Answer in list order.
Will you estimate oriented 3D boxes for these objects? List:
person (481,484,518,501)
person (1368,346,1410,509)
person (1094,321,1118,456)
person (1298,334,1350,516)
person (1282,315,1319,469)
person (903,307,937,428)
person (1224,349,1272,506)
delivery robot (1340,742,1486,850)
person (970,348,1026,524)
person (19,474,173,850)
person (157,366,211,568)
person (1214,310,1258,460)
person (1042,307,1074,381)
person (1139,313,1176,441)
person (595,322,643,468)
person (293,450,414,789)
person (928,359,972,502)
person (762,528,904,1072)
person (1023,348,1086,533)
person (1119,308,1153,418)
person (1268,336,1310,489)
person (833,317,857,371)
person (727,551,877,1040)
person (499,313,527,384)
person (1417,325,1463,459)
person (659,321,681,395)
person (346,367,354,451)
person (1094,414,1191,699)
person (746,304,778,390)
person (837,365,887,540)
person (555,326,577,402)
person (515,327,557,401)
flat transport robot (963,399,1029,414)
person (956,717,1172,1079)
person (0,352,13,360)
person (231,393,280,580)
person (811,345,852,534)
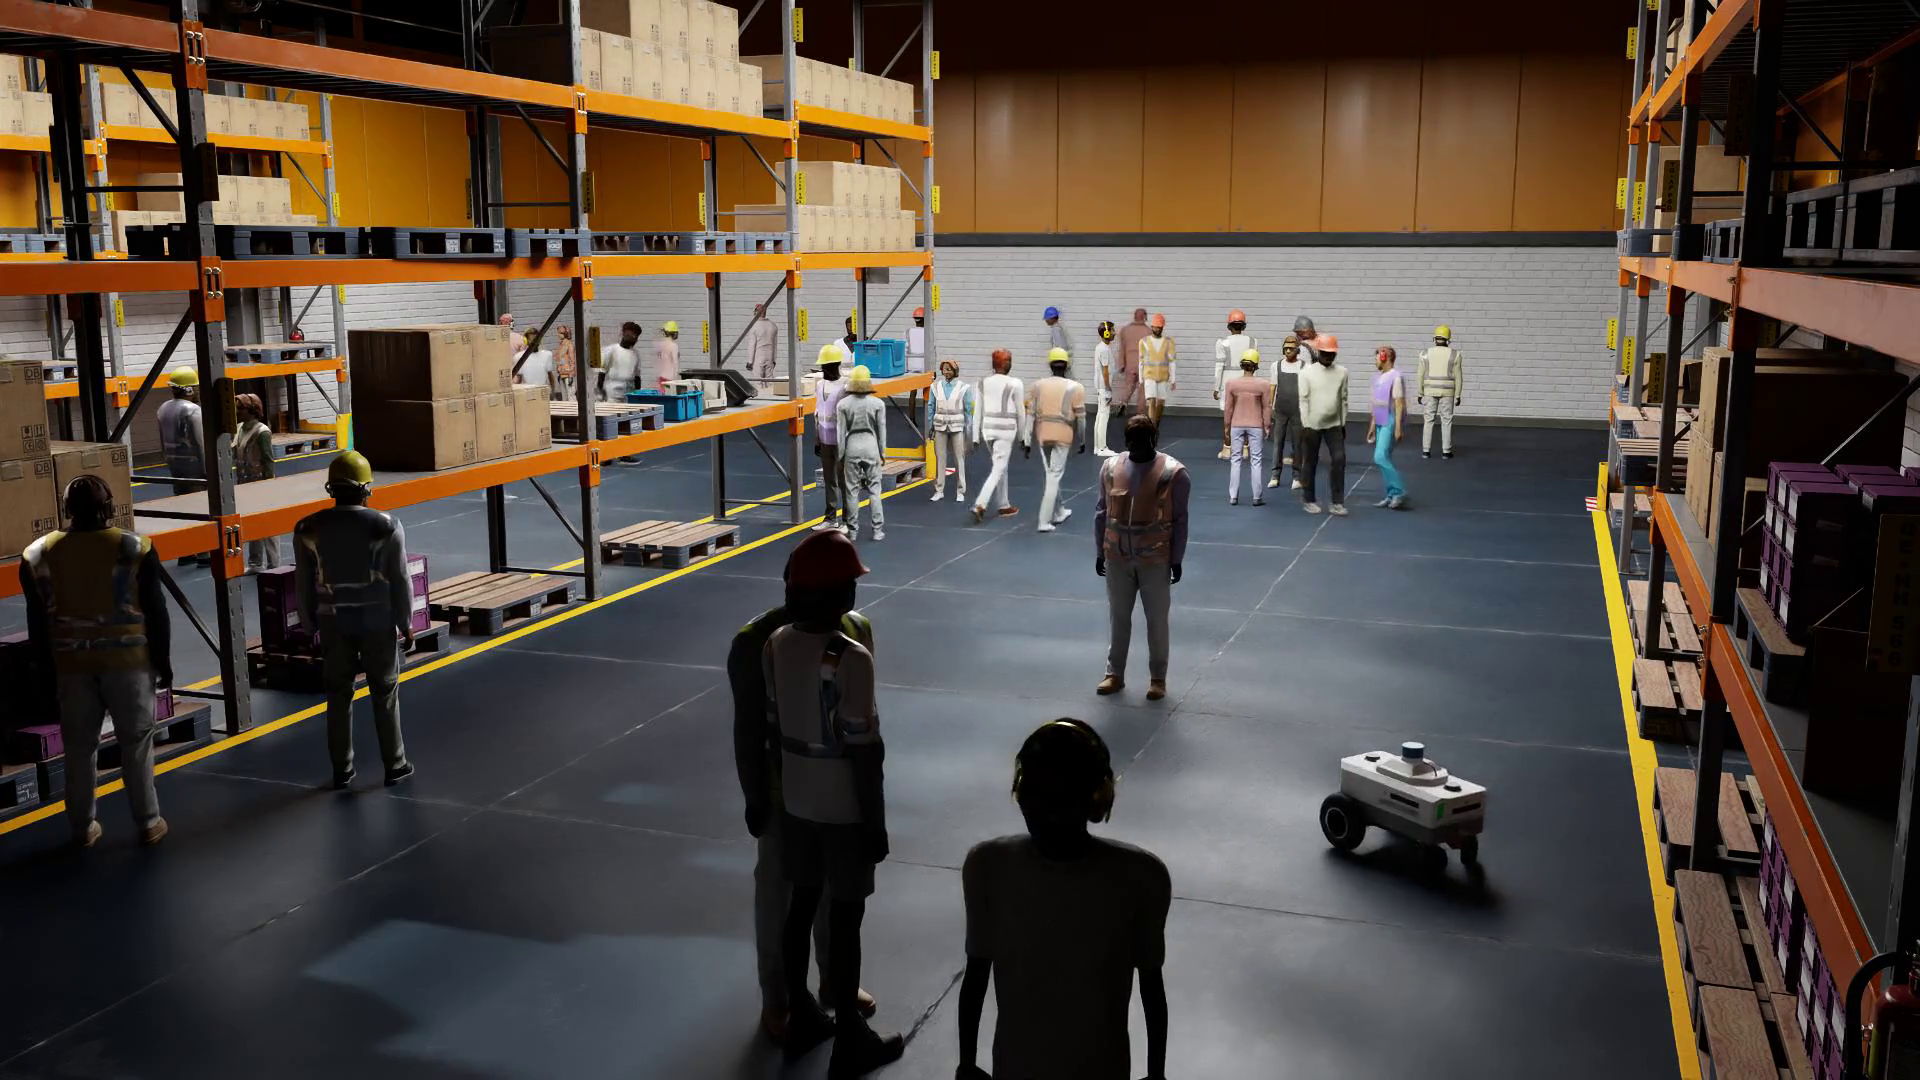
[{"bbox_3d":[-5.284,-1.226,18.923,0.427,1.634,0.538,-3,11,-18],"label":"person"},{"bbox_3d":[4.766,-1.243,18.507,0.410,1.803,0.686,-1,10,-3],"label":"person"},{"bbox_3d":[2.032,-2.101,23.122,0.328,1.876,0.514,-1,10,-6],"label":"person"},{"bbox_3d":[3.971,-1.230,17.955,0.609,1.964,0.811,-2,10,-12],"label":"person"},{"bbox_3d":[4.510,-1.953,21.816,0.696,2.000,0.836,-6,12,-32],"label":"person"},{"bbox_3d":[-0.635,-2.757,26.643,0.551,1.933,0.365,3,10,14],"label":"person"},{"bbox_3d":[3.233,-1.261,18.698,0.533,1.767,0.327,3,11,19],"label":"person"},{"bbox_3d":[2.151,1.209,7.930,0.477,0.478,0.707,-6,12,-30],"label":"delivery robot"},{"bbox_3d":[0.363,-1.101,17.606,0.552,1.848,0.926,8,13,38],"label":"person"},{"bbox_3d":[-4.157,0.595,8.077,0.628,1.836,0.429,-2,10,-9],"label":"person"},{"bbox_3d":[-6.984,-0.659,15.116,0.590,1.833,0.403,6,12,29],"label":"person"},{"bbox_3d":[3.758,-2.116,22.731,0.605,2.045,0.376,-2,10,-9],"label":"person"},{"bbox_3d":[1.633,-2.989,28.092,0.999,1.869,0.705,1,10,7],"label":"person"},{"bbox_3d":[2.970,-2.475,25.155,0.553,1.915,0.849,0,10,1],"label":"person"},{"bbox_3d":[-4.520,-1.908,21.921,0.370,1.930,0.760,9,14,42],"label":"person"},{"bbox_3d":[-3.252,0.431,8.981,0.599,1.830,0.403,-1,10,-8],"label":"person"},{"bbox_3d":[-0.119,-1.251,18.995,0.519,1.640,0.307,3,10,14],"label":"person"},{"bbox_3d":[-0.457,0.918,5.928,0.545,1.943,0.347,9,14,43],"label":"person"},{"bbox_3d":[1.007,-1.038,17.155,0.587,1.866,0.908,6,11,28],"label":"person"},{"bbox_3d":[2.952,-2.906,27.604,0.651,1.886,0.527,5,11,28],"label":"person"},{"bbox_3d":[3.958,-1.529,19.978,0.511,1.844,0.328,3,11,18],"label":"person"},{"bbox_3d":[-1.519,-2.195,23.521,0.587,1.920,0.391,0,10,-2],"label":"person"},{"bbox_3d":[-0.546,0.920,6.221,0.621,1.838,0.429,-8,13,-39],"label":"person"},{"bbox_3d":[-6.726,-2.421,24.835,0.651,1.906,0.404,1,10,6],"label":"person"},{"bbox_3d":[6.574,-2.022,22.791,0.600,1.831,0.404,5,11,24],"label":"person"},{"bbox_3d":[-4.376,-2.503,25.723,0.711,1.741,0.547,-9,14,-42],"label":"person"},{"bbox_3d":[-7.505,-1.625,20.843,0.541,1.721,0.894,3,11,19],"label":"person"},{"bbox_3d":[1.157,0.106,10.787,0.628,1.843,0.429,4,11,23],"label":"person"},{"bbox_3d":[-3.451,-3.122,28.781,0.408,1.906,0.653,9,13,41],"label":"person"},{"bbox_3d":[-0.970,-0.863,16.523,0.492,1.740,0.324,0,10,-3],"label":"person"},{"bbox_3d":[-6.313,-2.615,26.675,0.310,1.642,0.514,-7,12,-36],"label":"person"},{"bbox_3d":[-5.611,-1.893,22.018,0.545,1.852,0.442,-5,11,-28],"label":"person"},{"bbox_3d":[0.671,-2.325,28.896,1.431,0.197,0.652,0,10,-3],"label":"flat transport robot"},{"bbox_3d":[0.239,1.315,3.911,0.526,1.865,0.315,2,10,9],"label":"person"},{"bbox_3d":[-9.326,-0.896,16.323,1.026,1.876,0.642,-6,12,-31],"label":"person"},{"bbox_3d":[-6.179,-0.469,14.587,0.513,1.642,0.313,8,13,37],"label":"person"},{"bbox_3d":[-1.280,-1.016,16.865,0.593,1.922,0.381,10,14,43],"label":"person"}]
